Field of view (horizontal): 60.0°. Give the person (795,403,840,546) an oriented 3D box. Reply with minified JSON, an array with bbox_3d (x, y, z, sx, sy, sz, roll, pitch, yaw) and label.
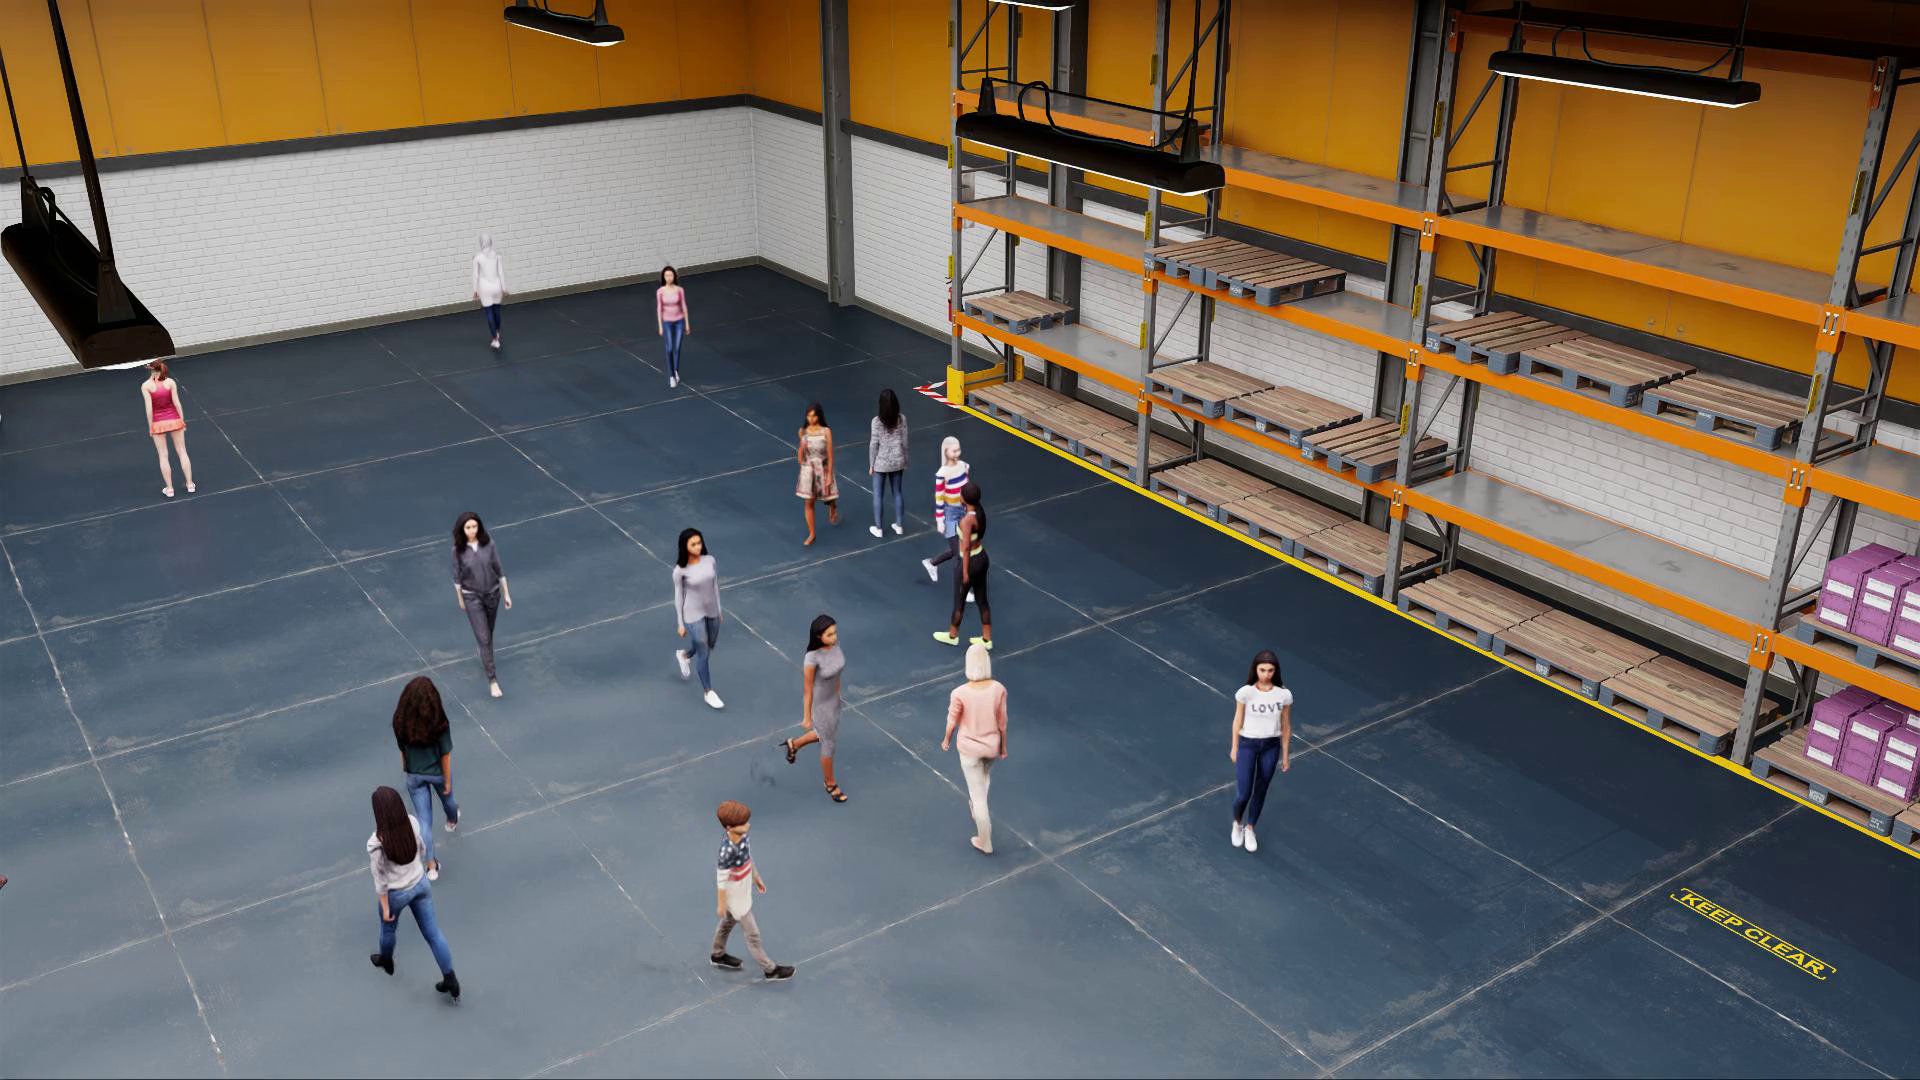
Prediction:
[{"bbox_3d":[-1.574,-0.790,18.806,1.001,1.627,1.033,7,25,16],"label":"person"}]

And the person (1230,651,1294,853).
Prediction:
[{"bbox_3d":[2.337,1.621,13.122,0.696,1.762,0.723,-1,24,-3],"label":"person"}]

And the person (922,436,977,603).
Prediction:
[{"bbox_3d":[-0.115,-0.246,17.356,1.055,1.791,0.835,18,29,35],"label":"person"}]

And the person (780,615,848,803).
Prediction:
[{"bbox_3d":[-1.212,1.362,13.731,1.067,1.748,0.873,11,26,23],"label":"person"}]

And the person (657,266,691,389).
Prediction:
[{"bbox_3d":[-4.149,-3.128,24.033,0.706,1.724,0.899,-9,25,-19],"label":"person"}]

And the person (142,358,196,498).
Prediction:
[{"bbox_3d":[-9.568,-1.396,20.031,0.551,1.757,0.534,-16,28,-32],"label":"person"}]

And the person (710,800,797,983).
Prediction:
[{"bbox_3d":[-1.630,2.450,11.668,0.933,1.408,0.886,3,24,7],"label":"person"}]

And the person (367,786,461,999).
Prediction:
[{"bbox_3d":[-3.742,2.457,11.430,1.146,1.585,0.861,16,28,32],"label":"person"}]

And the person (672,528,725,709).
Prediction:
[{"bbox_3d":[-2.446,0.676,15.344,0.722,1.714,1.057,-20,31,-38],"label":"person"}]

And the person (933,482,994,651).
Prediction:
[{"bbox_3d":[0.189,0.276,16.226,0.923,1.740,0.771,13,27,28],"label":"person"}]

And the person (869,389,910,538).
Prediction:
[{"bbox_3d":[-0.807,-0.876,18.873,0.656,1.730,0.594,-10,25,-21],"label":"person"}]

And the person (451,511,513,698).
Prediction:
[{"bbox_3d":[-4.531,0.522,15.697,0.648,1.712,1.170,-13,27,-28],"label":"person"}]

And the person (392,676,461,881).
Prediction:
[{"bbox_3d":[-4.120,1.864,12.815,0.913,1.562,1.184,-4,24,-8],"label":"person"}]

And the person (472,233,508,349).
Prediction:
[{"bbox_3d":[-7.212,-3.799,25.548,0.734,1.739,1.085,-11,26,-24],"label":"person"}]

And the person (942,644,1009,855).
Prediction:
[{"bbox_3d":[0.185,1.681,13.078,0.786,1.686,1.031,-10,26,-22],"label":"person"}]
